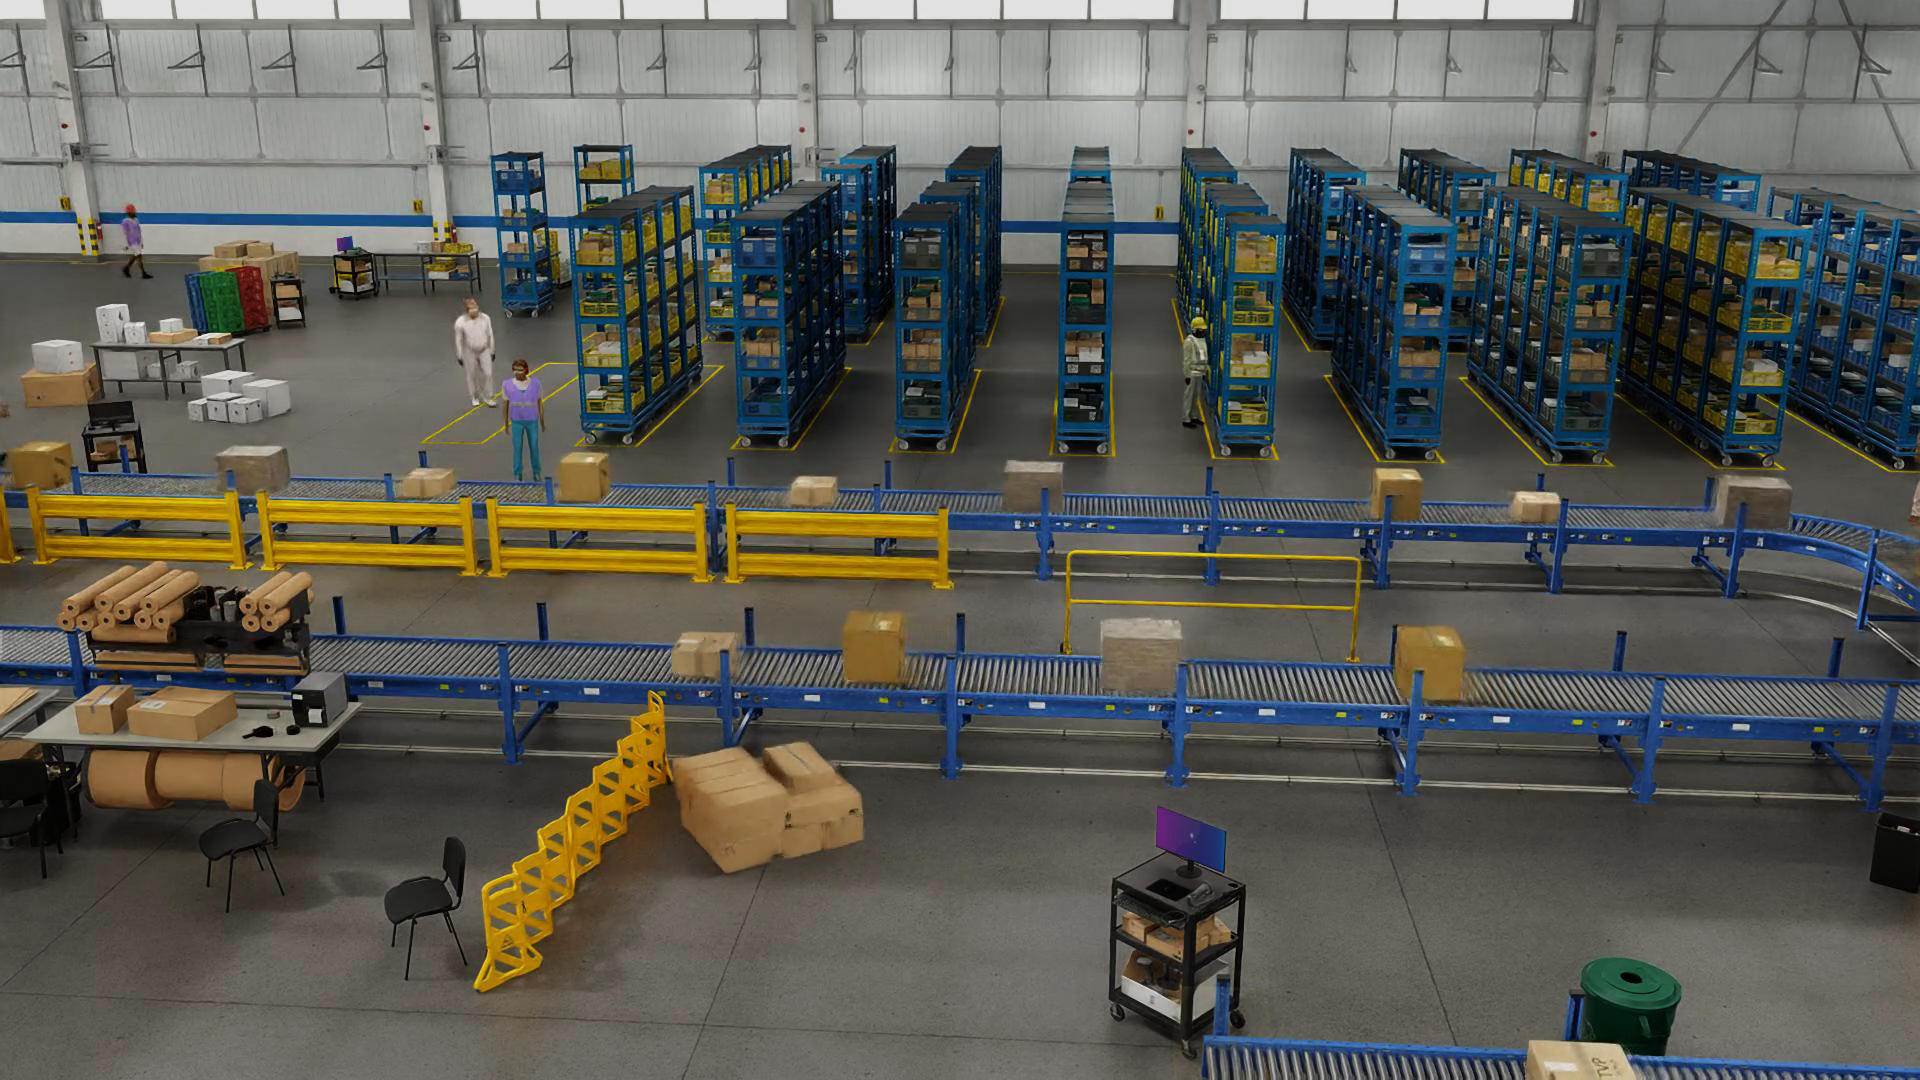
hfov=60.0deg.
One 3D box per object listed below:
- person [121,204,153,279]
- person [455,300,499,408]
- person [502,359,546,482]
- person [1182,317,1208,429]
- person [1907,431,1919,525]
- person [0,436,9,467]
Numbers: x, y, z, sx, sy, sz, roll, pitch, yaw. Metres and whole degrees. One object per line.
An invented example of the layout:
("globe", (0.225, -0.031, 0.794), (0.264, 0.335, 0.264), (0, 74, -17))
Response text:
("person", (-21.328, -7.686, 42.830), (0.866, 1.913, 0.550), (3, 18, 10))
("person", (-8.296, -3.186, 28.606), (0.685, 1.865, 0.910), (-10, 20, -28))
("person", (-6.276, -1.708, 23.968), (0.571, 1.837, 0.379), (-5, 18, -17))
("person", (3.869, -2.760, 27.316), (0.404, 1.834, 0.591), (12, 21, 32))
("person", (12.928, -1.135, 21.907), (0.613, 1.988, 0.394), (11, 20, 31))
("person", (-14.504, -1.944, 24.755), (0.446, 1.822, 0.609), (2, 18, 6))
